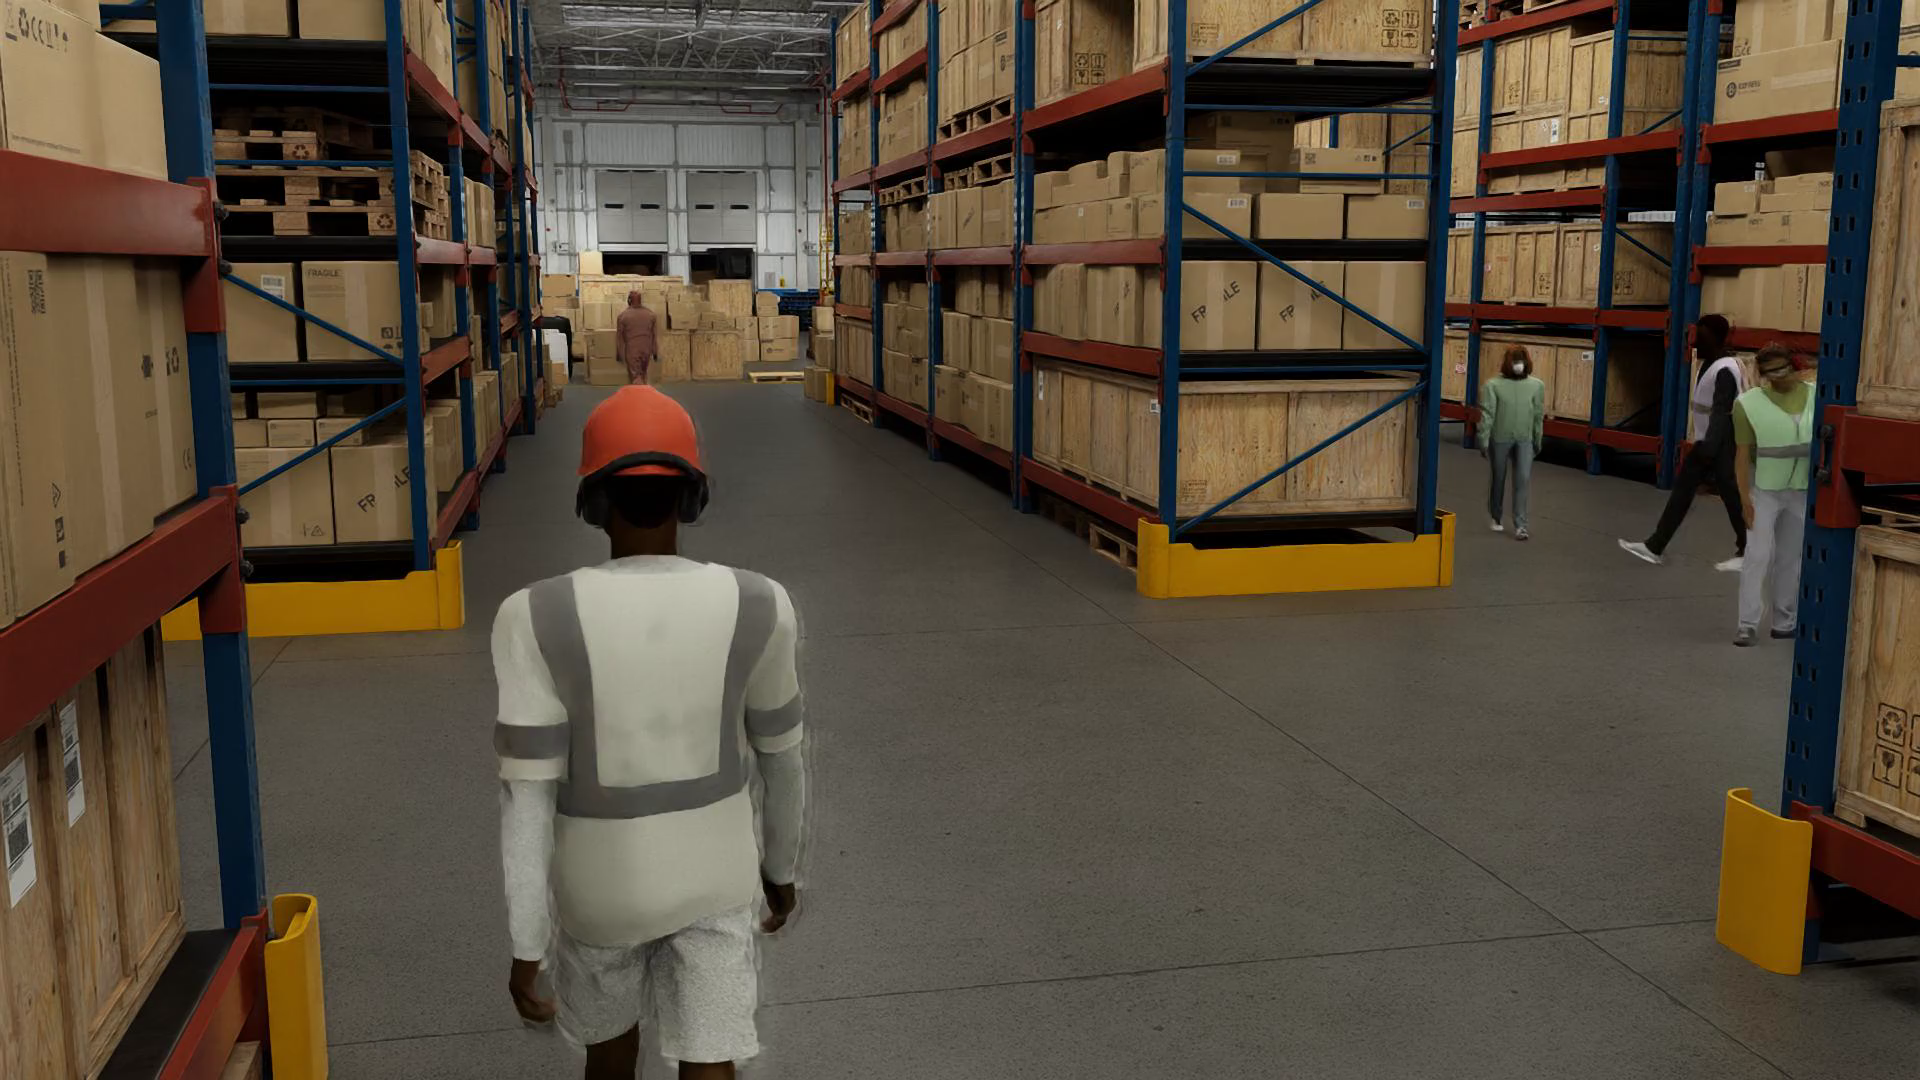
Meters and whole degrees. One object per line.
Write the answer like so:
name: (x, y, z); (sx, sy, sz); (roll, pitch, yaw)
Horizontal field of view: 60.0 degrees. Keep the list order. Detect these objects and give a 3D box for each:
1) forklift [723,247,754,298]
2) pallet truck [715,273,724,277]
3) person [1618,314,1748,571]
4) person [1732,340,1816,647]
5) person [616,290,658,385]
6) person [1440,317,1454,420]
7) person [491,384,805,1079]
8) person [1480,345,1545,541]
forklift: (-6.903, -7.735, 51.969); (1.129, 2.768, 1.873); (-7, 12, -38)
pallet truck: (-8.580, -8.986, 62.280); (1.885, 1.965, 0.823); (1, 9, 5)
person: (5.404, -0.698, 12.129); (1.017, 1.868, 0.609); (1, 9, 8)
person: (4.834, -0.267, 9.741); (0.740, 1.808, 0.400); (-2, 10, -12)
person: (-4.984, -2.934, 25.798); (0.655, 1.877, 0.891); (-6, 11, -31)
person: (6.831, -2.468, 23.754); (0.556, 1.613, 0.380); (8, 12, 42)
person: (-0.623, 0.677, 3.418); (0.636, 1.981, 1.070); (-4, 10, -21)
person: (4.543, -0.810, 13.706); (0.528, 1.590, 0.856); (1, 9, 7)
